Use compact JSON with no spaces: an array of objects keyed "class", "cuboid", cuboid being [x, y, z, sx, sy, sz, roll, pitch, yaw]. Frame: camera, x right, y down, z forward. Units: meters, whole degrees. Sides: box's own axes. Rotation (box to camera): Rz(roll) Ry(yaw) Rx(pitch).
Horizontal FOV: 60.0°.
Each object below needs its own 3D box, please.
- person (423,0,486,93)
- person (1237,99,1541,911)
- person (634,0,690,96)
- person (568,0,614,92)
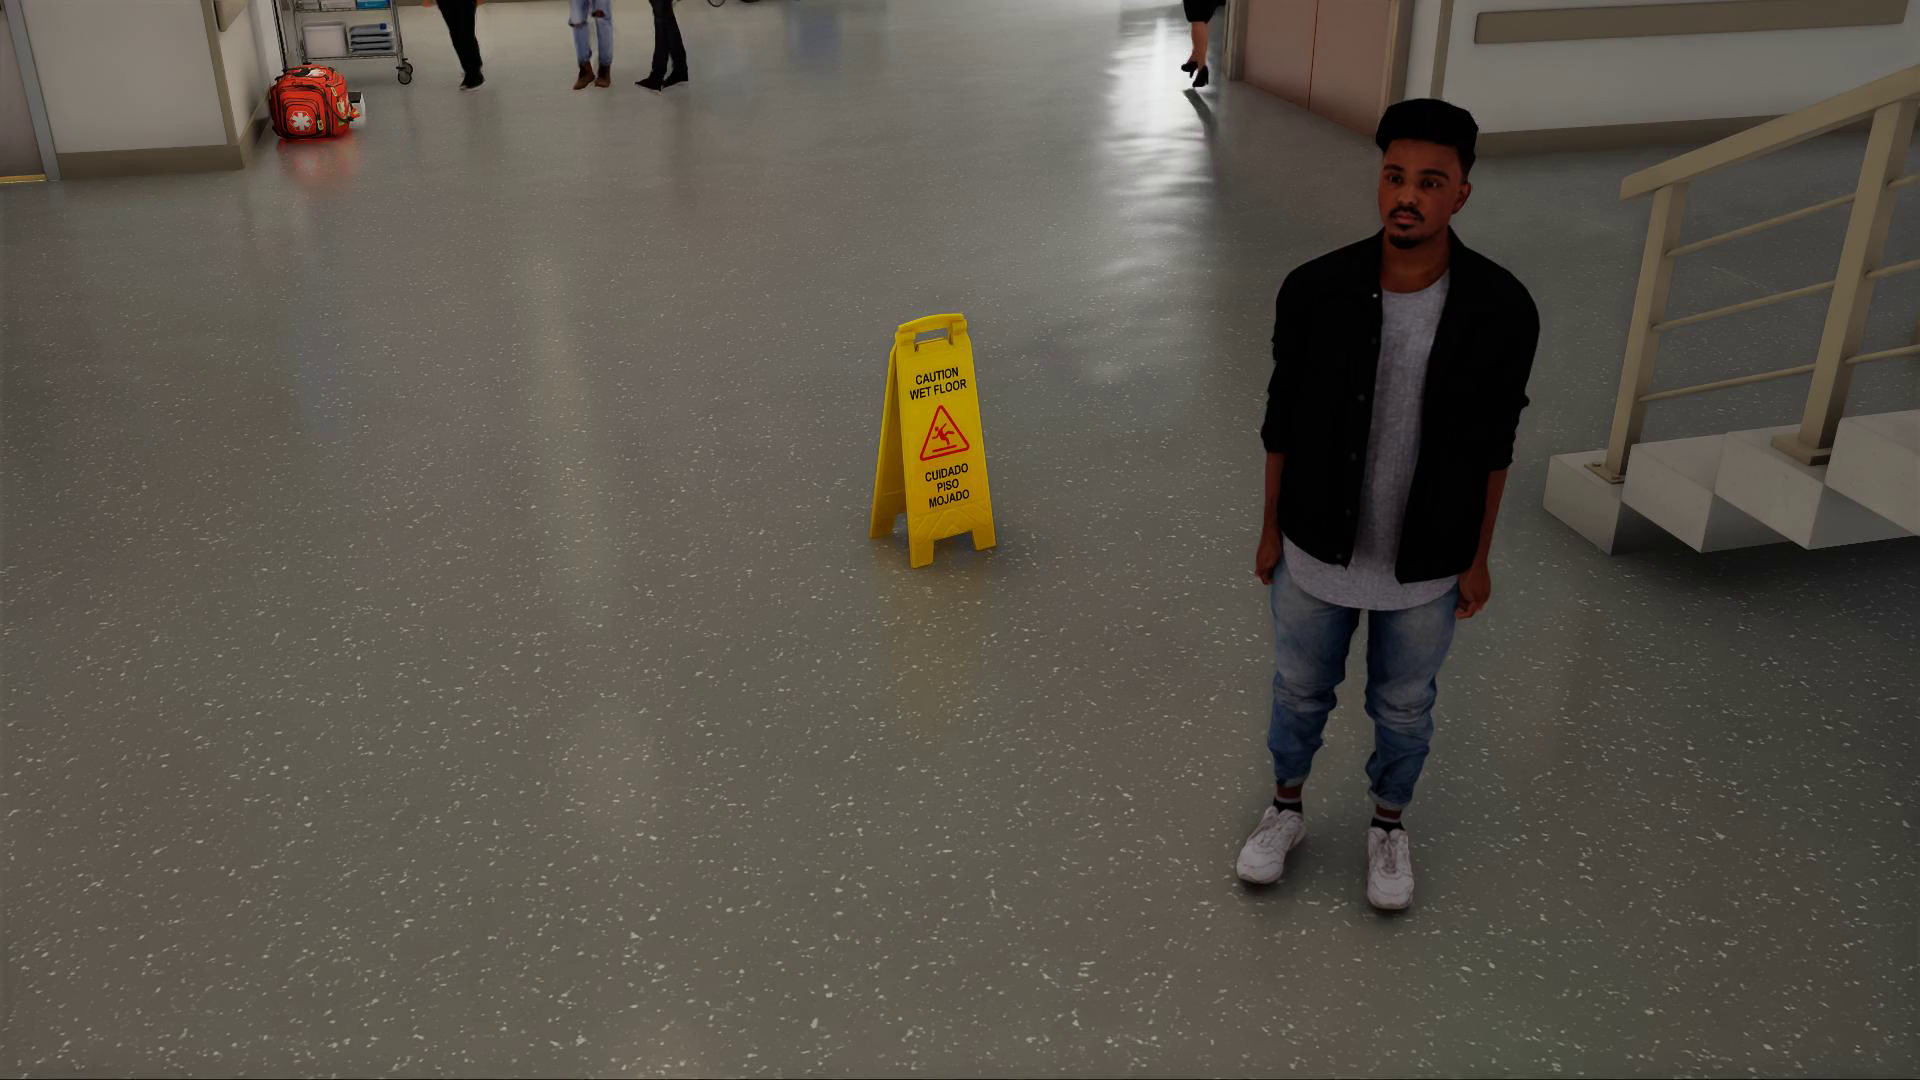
[{"class":"person","cuboid":[-3.760,-4.113,12.472,0.707,1.429,0.722,3,26,5]},{"class":"person","cuboid":[0.907,-0.048,3.599,0.787,1.814,0.802,9,27,17]},{"class":"person","cuboid":[-2.184,-4.321,12.327,1.044,1.930,1.103,14,29,26]},{"class":"person","cuboid":[-2.733,-4.316,12.443,0.801,1.820,0.827,4,26,8]}]
